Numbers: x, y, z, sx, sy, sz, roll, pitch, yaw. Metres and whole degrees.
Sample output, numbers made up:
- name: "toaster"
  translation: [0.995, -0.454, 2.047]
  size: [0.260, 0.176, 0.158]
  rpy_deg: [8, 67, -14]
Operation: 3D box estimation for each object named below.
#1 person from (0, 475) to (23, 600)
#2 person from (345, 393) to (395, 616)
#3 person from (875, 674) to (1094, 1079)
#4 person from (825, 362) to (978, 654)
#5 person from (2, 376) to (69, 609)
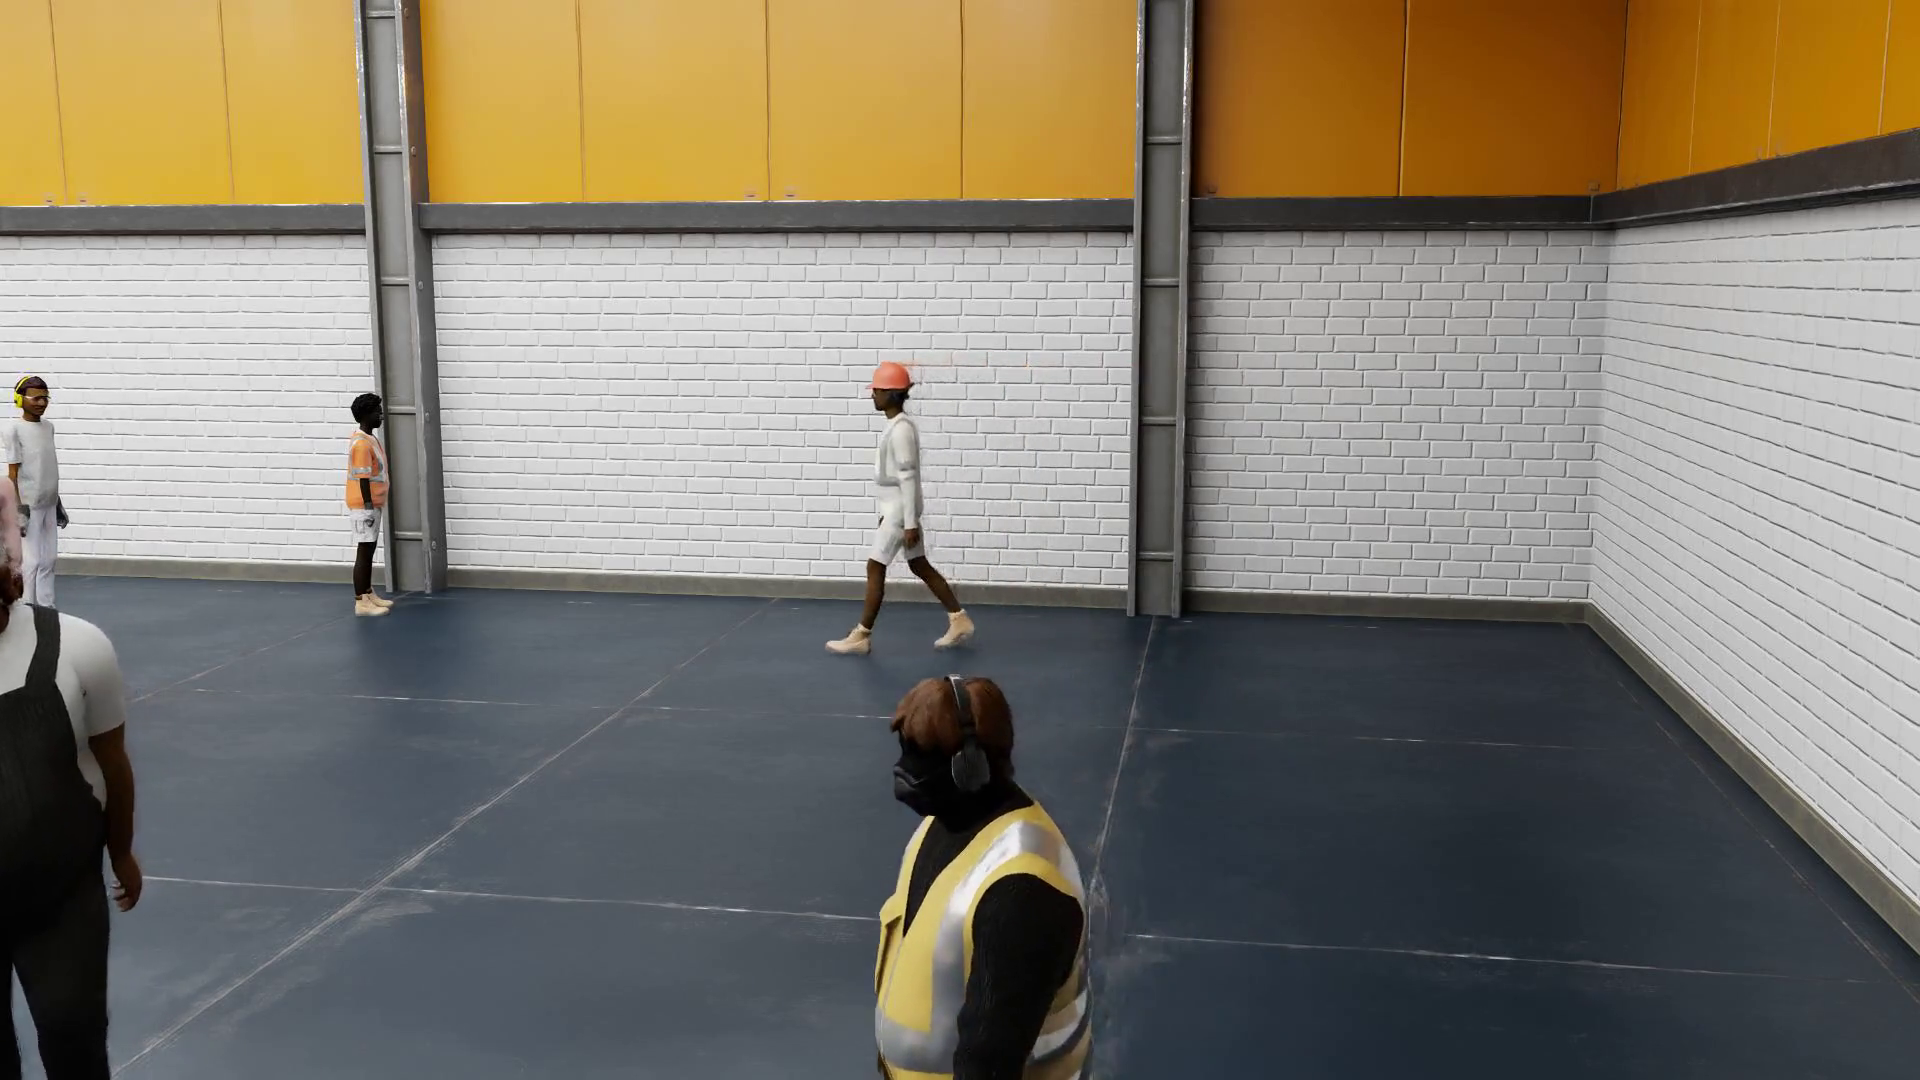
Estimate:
- name: "person"
  translation: [-5.837, 0.148, 9.874]
  size: [0.802, 1.736, 0.521]
  rpy_deg: [8, 12, 40]
- name: "person"
  translation: [-4.480, -0.269, 12.594]
  size: [0.322, 1.689, 0.530]
  rpy_deg: [-3, 10, -16]
- name: "person"
  translation: [-0.055, 1.168, 3.328]
  size: [0.817, 1.807, 0.648]
  rpy_deg: [-3, 10, -18]
- name: "person"
  translation: [-0.360, -0.211, 11.297]
  size: [1.038, 2.006, 0.619]
  rpy_deg: [0, 9, -2]
- name: "person"
  translation: [-6.527, -0.227, 11.795]
  size: [0.310, 1.863, 0.532]
  rpy_deg: [1, 9, 4]
